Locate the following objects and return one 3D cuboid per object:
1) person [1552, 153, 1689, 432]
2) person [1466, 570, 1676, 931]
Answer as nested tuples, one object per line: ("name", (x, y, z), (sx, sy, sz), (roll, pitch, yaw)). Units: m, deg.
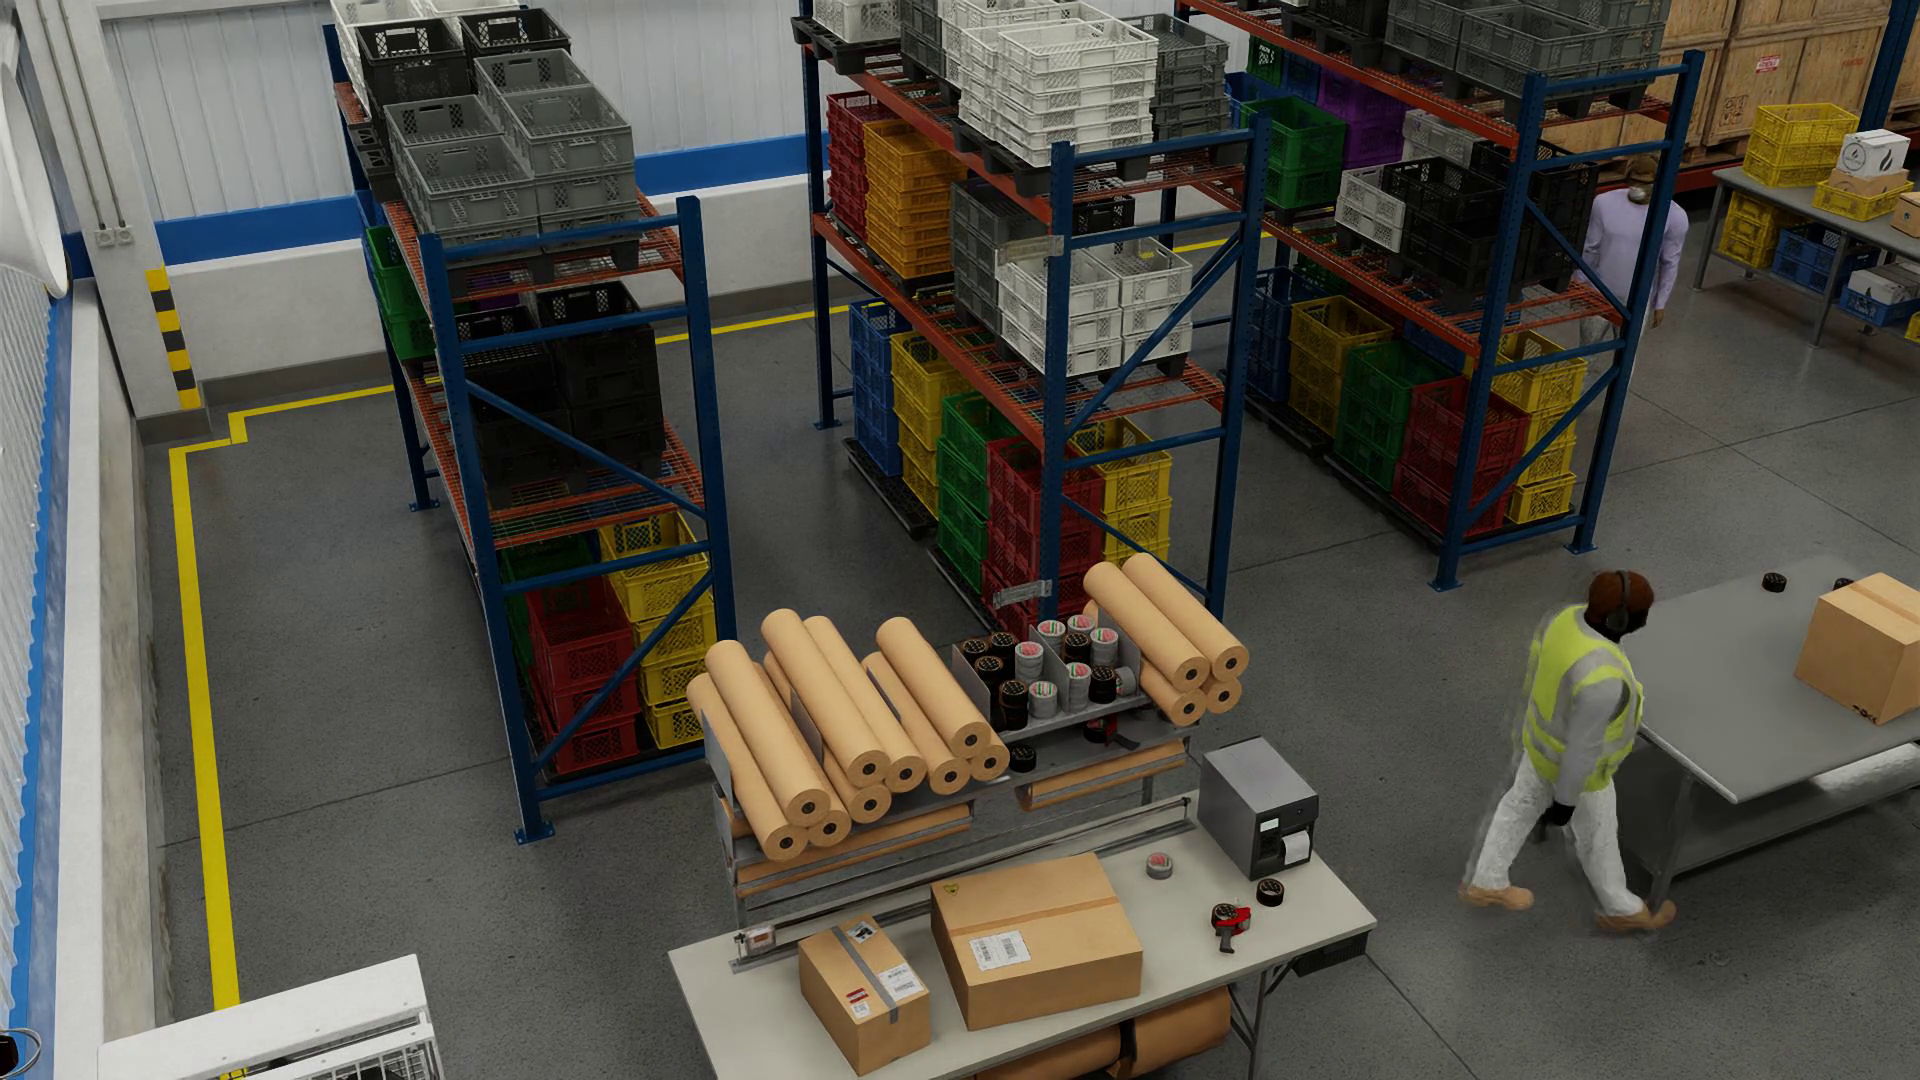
("person", (4.365, -1.627, 11.009), (0.635, 1.936, 0.352), (18, 36, 27))
("person", (2.712, 0.907, 7.014), (0.912, 1.800, 0.630), (1, 32, 1))
